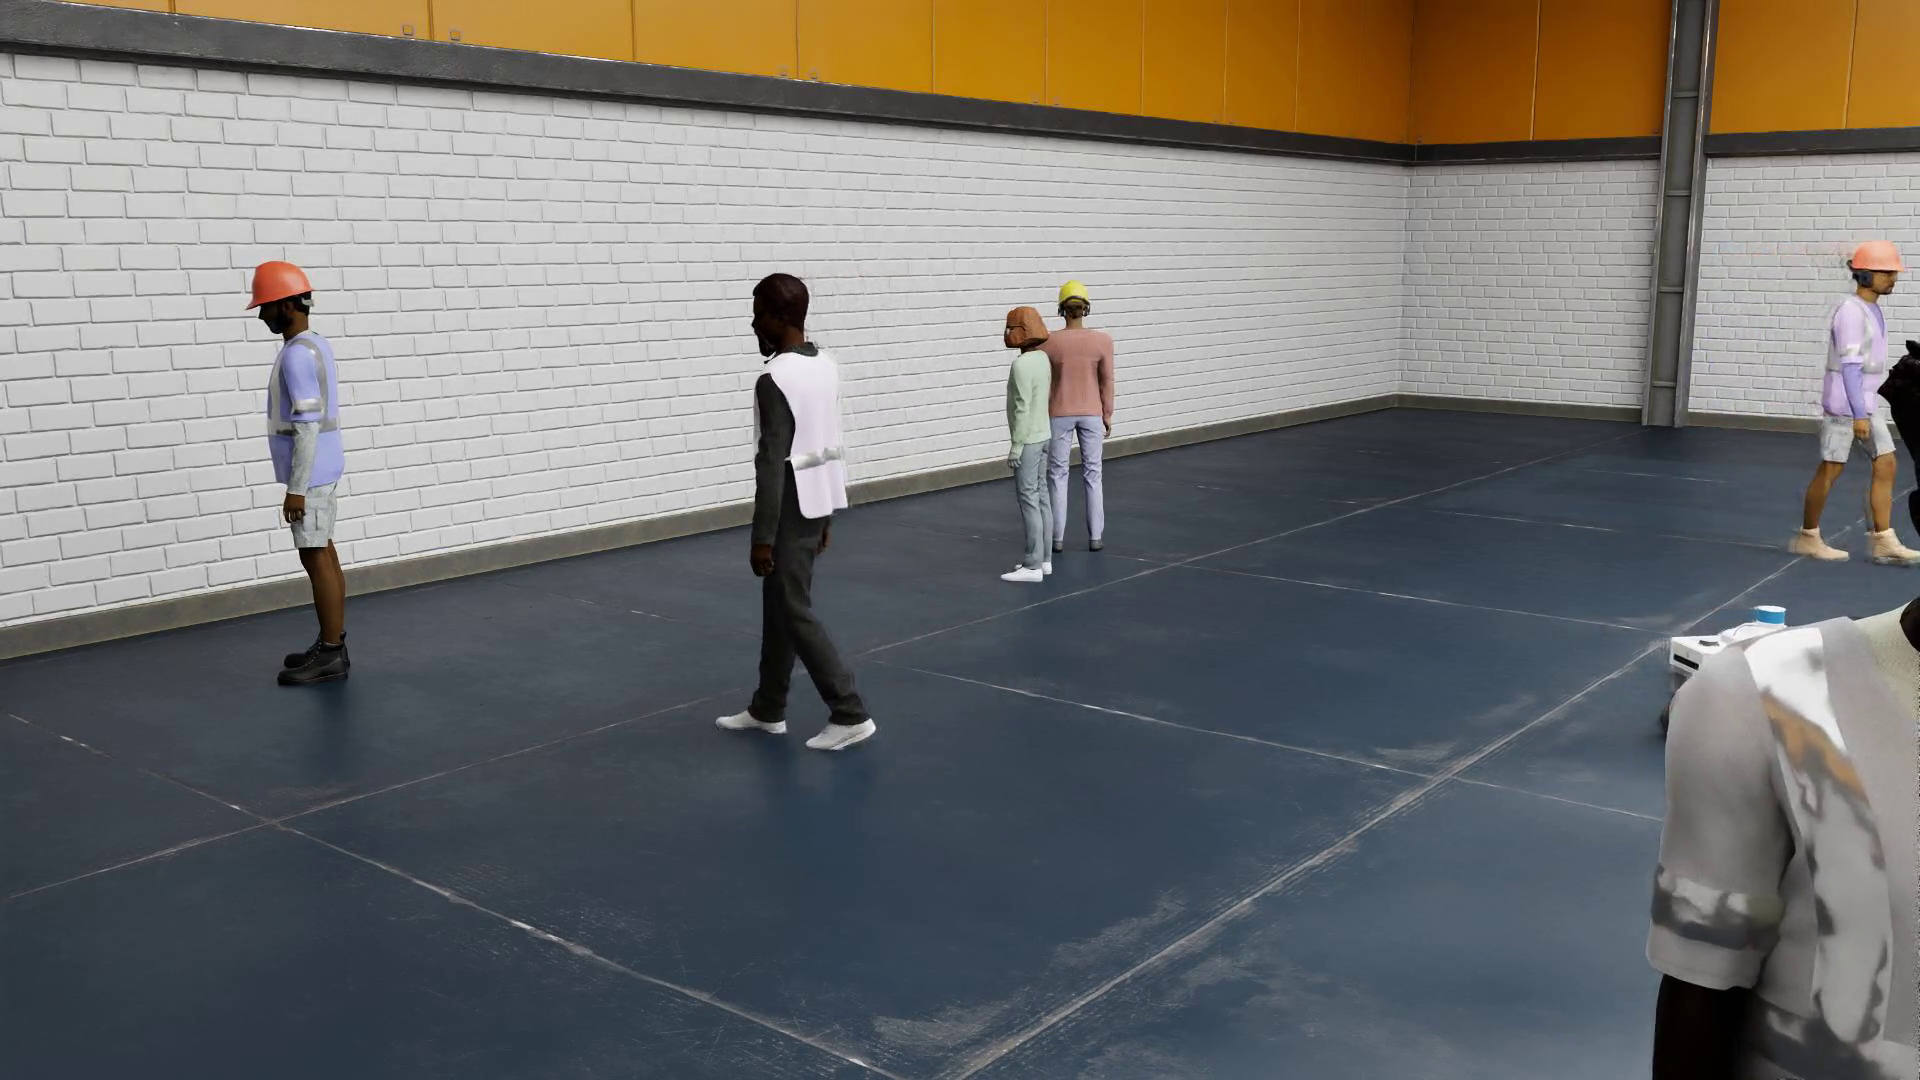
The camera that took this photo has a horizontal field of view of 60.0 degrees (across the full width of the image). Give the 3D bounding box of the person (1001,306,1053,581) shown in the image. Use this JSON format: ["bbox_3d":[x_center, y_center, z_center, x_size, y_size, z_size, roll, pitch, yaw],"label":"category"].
[{"bbox_3d":[0.402,-0.568,9.908,0.266,1.631,0.507,4,11,20],"label":"person"}]

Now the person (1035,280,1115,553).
[{"bbox_3d":[0.739,-0.793,10.790,0.524,1.768,0.312,-1,10,-5],"label":"person"}]

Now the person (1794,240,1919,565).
[{"bbox_3d":[5.636,-0.818,10.223,0.633,2.012,0.873,-9,14,-42],"label":"person"}]

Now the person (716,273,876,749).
[{"bbox_3d":[-0.670,-0.097,6.617,0.657,1.924,0.604,3,11,14],"label":"person"}]

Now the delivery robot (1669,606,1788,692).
[{"bbox_3d":[3.238,0.507,6.677,0.707,0.478,0.477,-1,10,-7],"label":"delivery robot"}]

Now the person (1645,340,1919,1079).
[{"bbox_3d":[1.039,0.725,1.817,0.608,1.966,0.374,0,10,-2],"label":"person"}]

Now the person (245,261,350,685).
[{"bbox_3d":[-3.014,-0.300,7.609,0.370,1.928,0.543,-2,11,-13],"label":"person"}]
